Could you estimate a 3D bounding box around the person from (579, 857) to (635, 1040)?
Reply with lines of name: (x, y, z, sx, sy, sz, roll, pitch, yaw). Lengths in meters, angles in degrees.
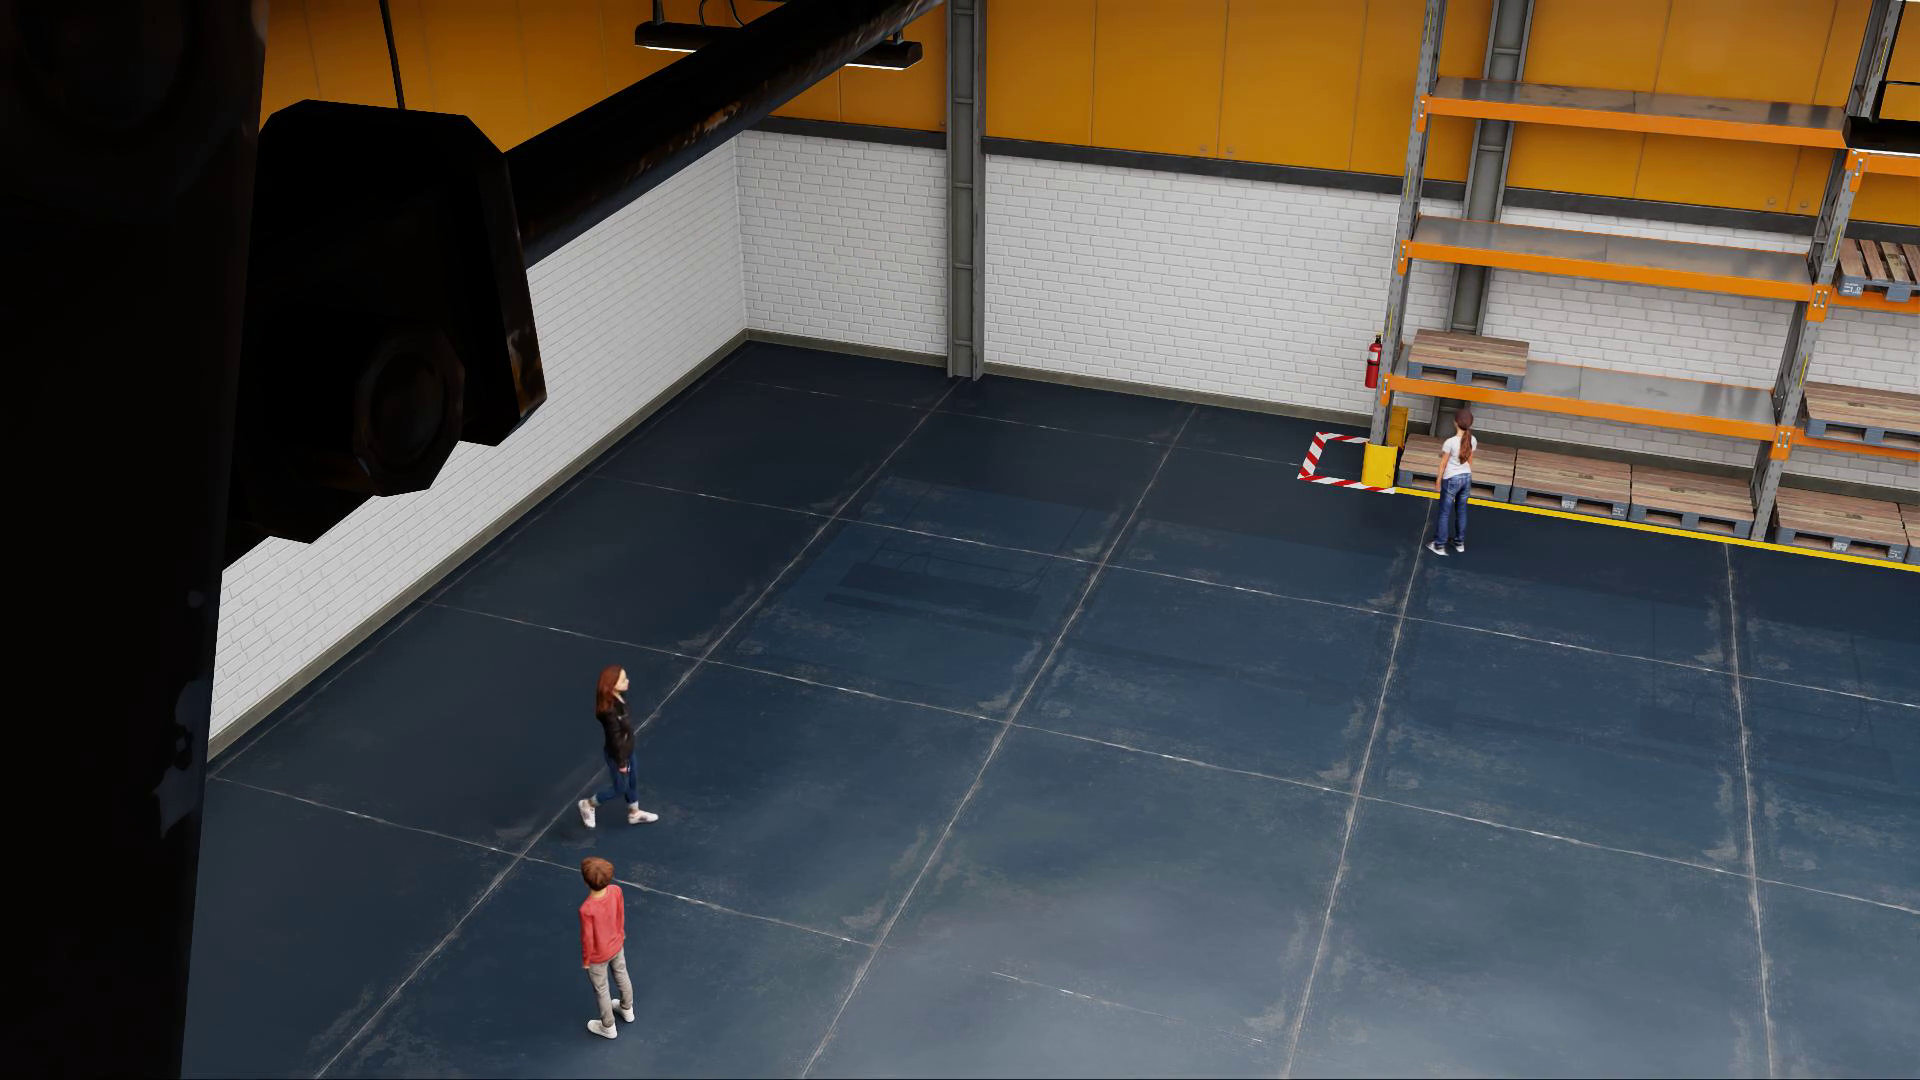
person: (-2.357, 2.686, 11.026, 0.557, 1.417, 0.570, 18, 34, 30)

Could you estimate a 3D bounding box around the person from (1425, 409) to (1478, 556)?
person: (5.044, -0.604, 16.907, 0.600, 1.561, 0.676, -8, 30, -14)

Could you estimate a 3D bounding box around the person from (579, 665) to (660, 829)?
person: (-2.713, 1.626, 12.913, 0.905, 1.470, 0.730, -1, 29, -1)
